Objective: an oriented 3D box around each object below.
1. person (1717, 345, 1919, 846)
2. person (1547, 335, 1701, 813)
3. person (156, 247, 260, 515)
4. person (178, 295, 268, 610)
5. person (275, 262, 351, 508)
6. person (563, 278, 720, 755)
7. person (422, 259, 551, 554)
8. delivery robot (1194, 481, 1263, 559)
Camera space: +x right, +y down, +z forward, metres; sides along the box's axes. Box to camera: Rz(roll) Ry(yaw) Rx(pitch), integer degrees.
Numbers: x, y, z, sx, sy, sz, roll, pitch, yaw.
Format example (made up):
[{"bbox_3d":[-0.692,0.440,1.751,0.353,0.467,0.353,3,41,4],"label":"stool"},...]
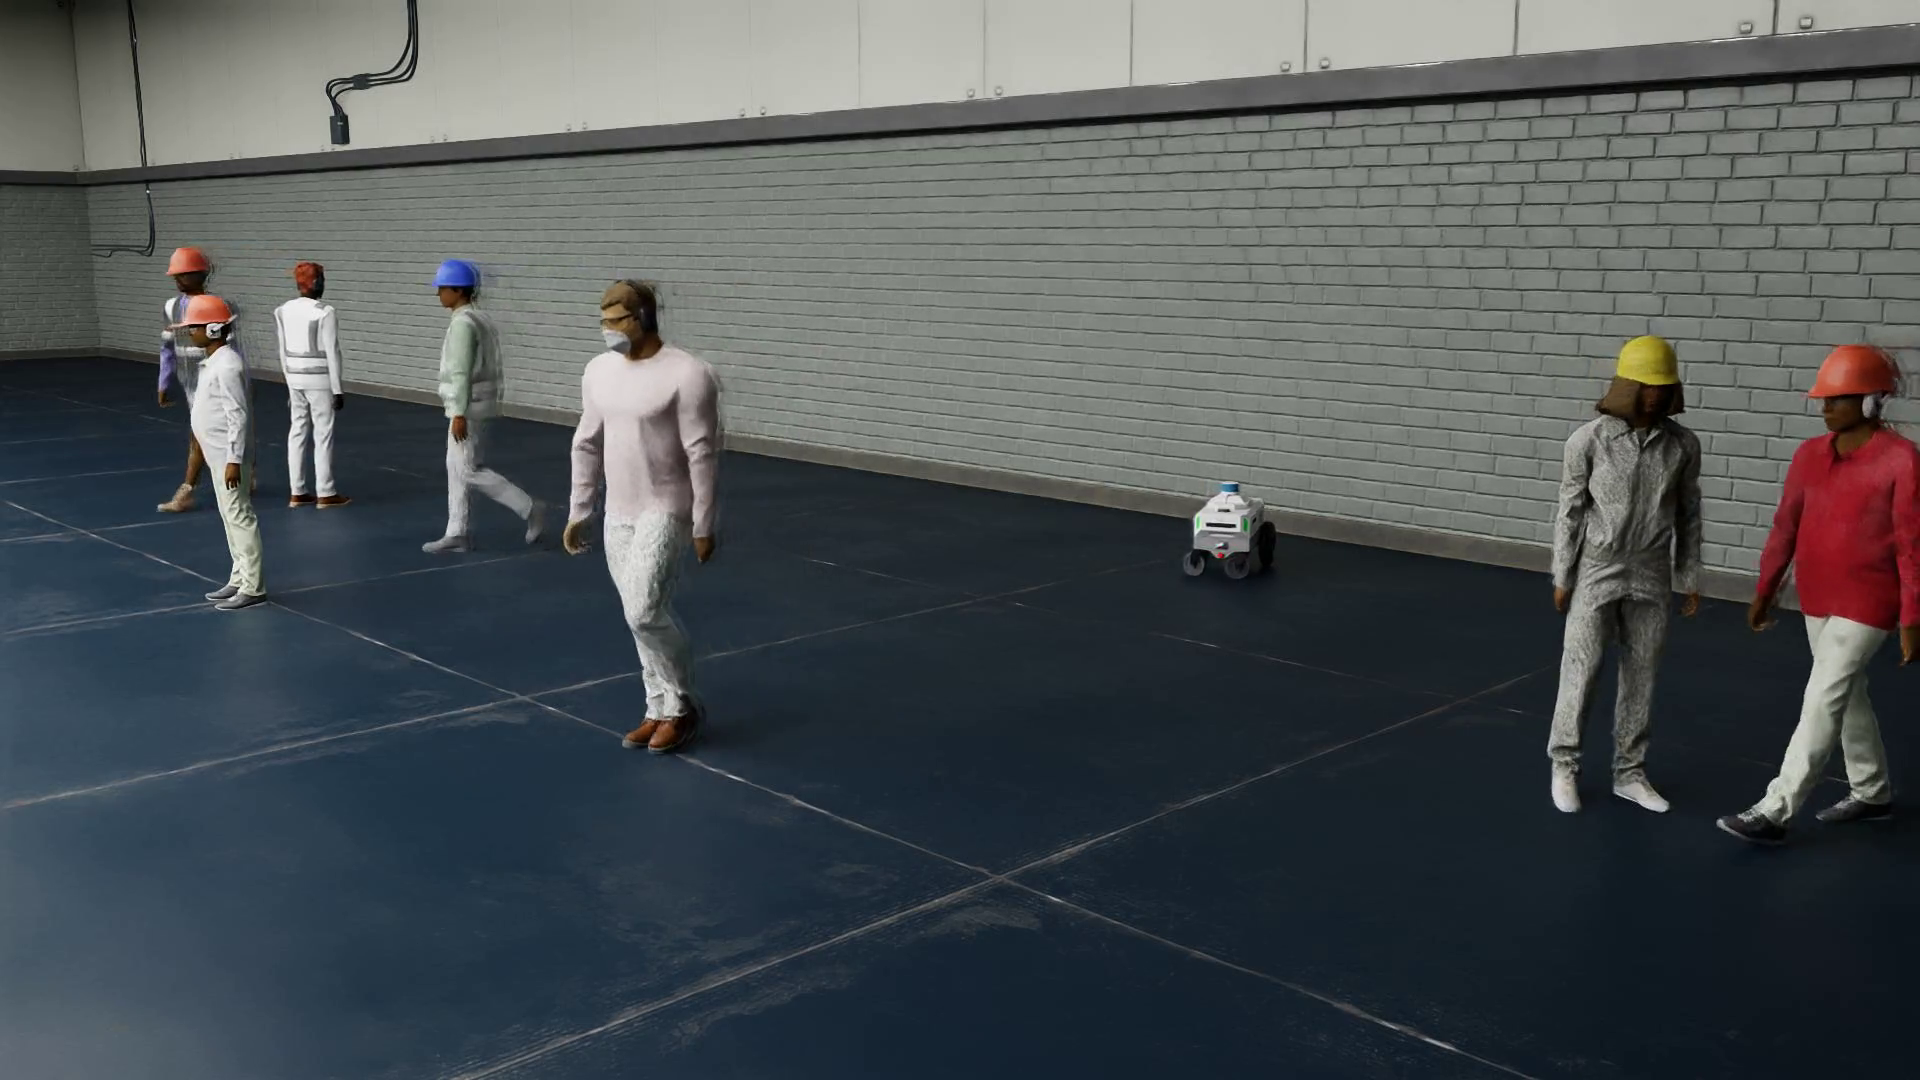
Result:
[{"bbox_3d":[2.976,0.191,5.714,0.821,1.705,0.577,-2,11,-13],"label":"person"},{"bbox_3d":[2.385,0.137,5.940,0.504,1.734,0.347,0,10,-2],"label":"person"},{"bbox_3d":[-5.792,-1.232,12.718,0.629,1.993,1.064,4,11,20],"label":"person"},{"bbox_3d":[-4.118,-0.487,9.281,0.343,1.749,0.573,-6,12,-31],"label":"person"},{"bbox_3d":[-4.951,-1.177,12.721,0.587,1.876,0.346,4,11,22],"label":"person"},{"bbox_3d":[-1.274,-0.079,6.644,0.624,1.912,0.488,8,13,35],"label":"person"},{"bbox_3d":[-3.125,-0.854,10.813,0.748,1.931,0.613,-3,11,-15],"label":"person"},{"bbox_3d":[1.667,-0.118,10.289,0.477,0.478,0.707,3,11,17],"label":"delivery robot"}]
